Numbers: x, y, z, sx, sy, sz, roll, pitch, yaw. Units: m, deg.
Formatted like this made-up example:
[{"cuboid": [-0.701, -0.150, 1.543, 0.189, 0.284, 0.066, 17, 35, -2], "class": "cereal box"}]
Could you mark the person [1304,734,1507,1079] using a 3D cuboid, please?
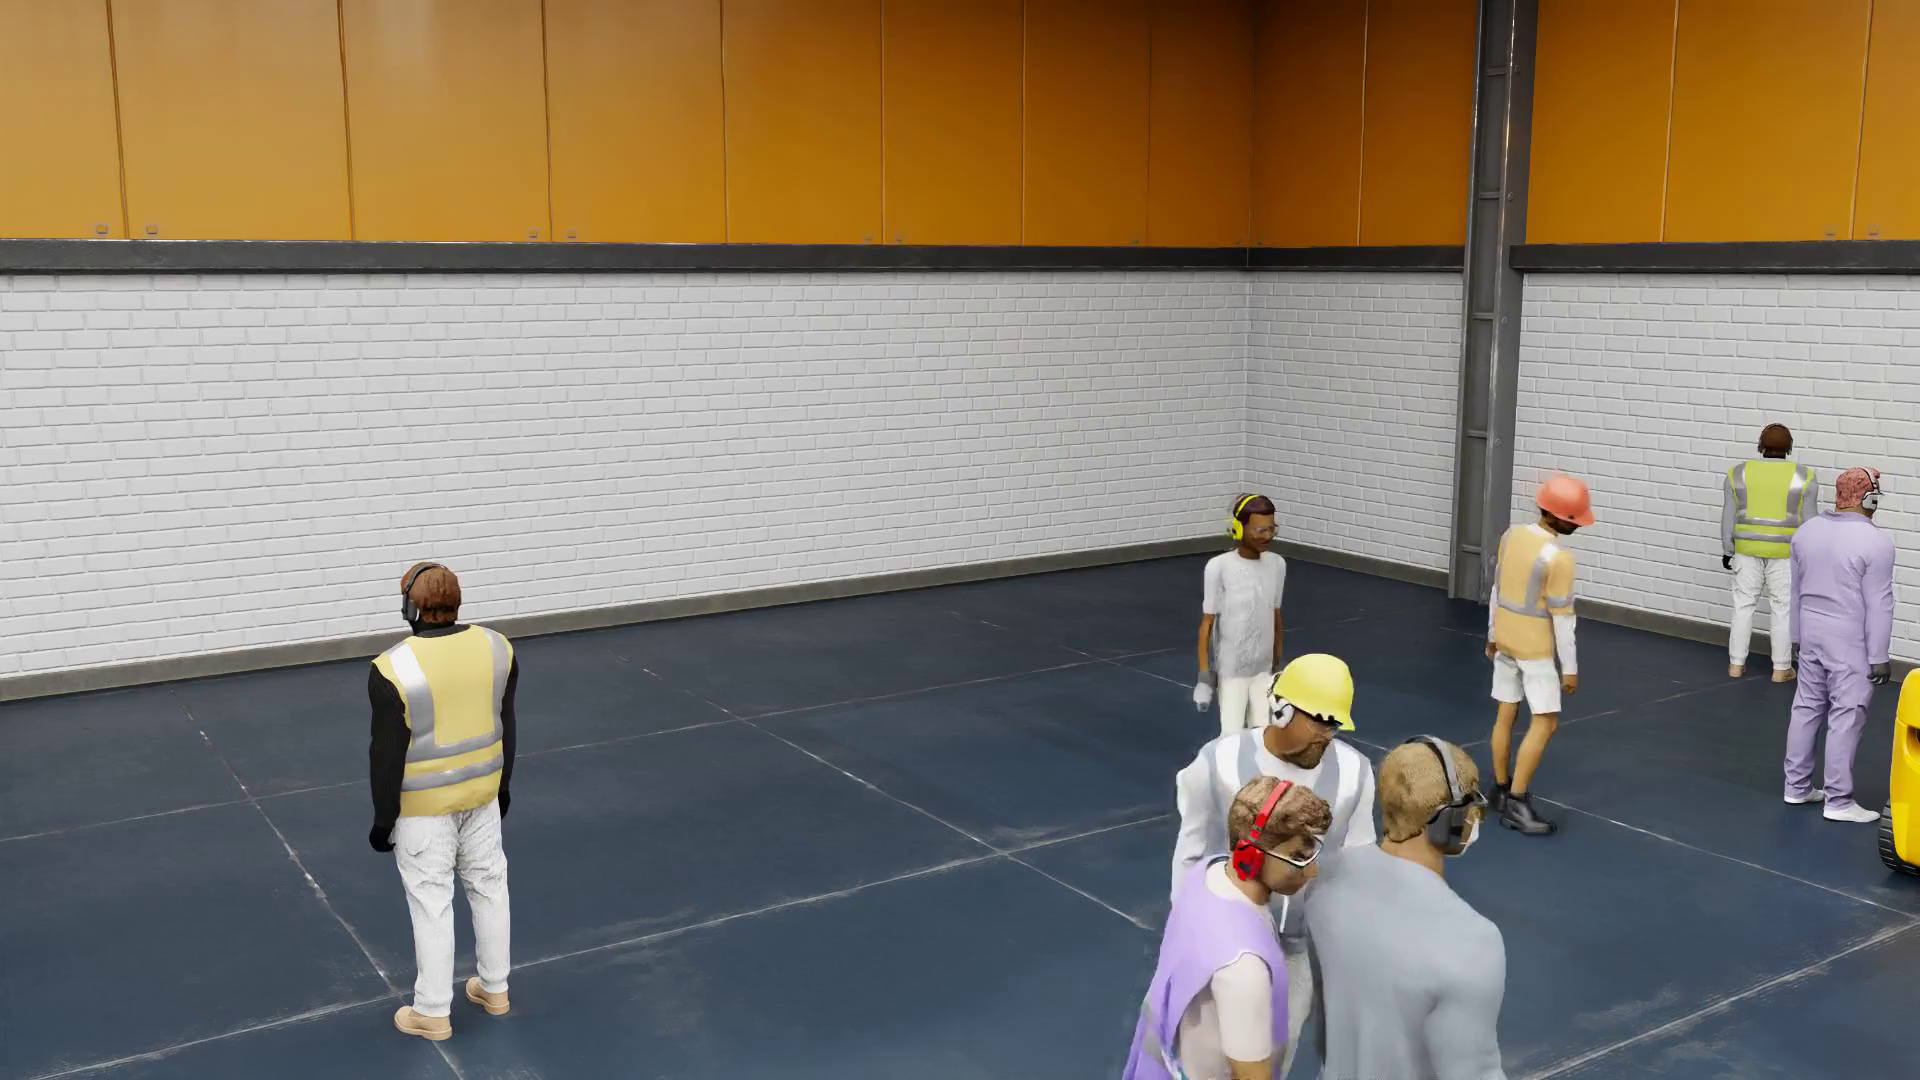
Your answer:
[{"cuboid": [1.010, 1.383, 3.783, 0.381, 1.934, 0.651, -4, 10, -21], "class": "person"}]

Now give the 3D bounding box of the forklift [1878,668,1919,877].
[{"cuboid": [5.511, 0.571, 7.906, 2.313, 2.155, 1.214, -6, 11, -33], "class": "forklift"}]

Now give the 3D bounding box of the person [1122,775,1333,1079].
[{"cuboid": [0.705, 1.417, 4.017, 0.892, 1.787, 0.616, 1, 9, 4], "class": "person"}]

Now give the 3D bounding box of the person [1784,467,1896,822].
[{"cuboid": [4.734, 0.552, 8.918, 0.399, 1.900, 0.645, -2, 10, -14], "class": "person"}]

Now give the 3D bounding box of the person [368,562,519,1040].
[{"cuboid": [-2.000, 0.994, 6.417, 0.429, 1.845, 0.621, 8, 12, 40], "class": "person"}]

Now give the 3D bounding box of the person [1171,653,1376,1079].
[{"cuboid": [0.997, 1.212, 5.258, 0.618, 1.788, 0.496, 0, 9, -2], "class": "person"}]

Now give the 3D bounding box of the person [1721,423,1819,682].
[{"cuboid": [5.769, 0.088, 11.865, 0.633, 1.846, 0.429, 6, 11, 34], "class": "person"}]

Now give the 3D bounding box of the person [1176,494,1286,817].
[{"cuboid": [1.387, 0.665, 8.406, 0.569, 1.846, 0.597, -5, 11, -30], "class": "person"}]

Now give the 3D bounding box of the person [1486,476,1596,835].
[{"cuboid": [3.016, 0.579, 8.821, 0.375, 1.885, 0.698, -3, 10, -18], "class": "person"}]
